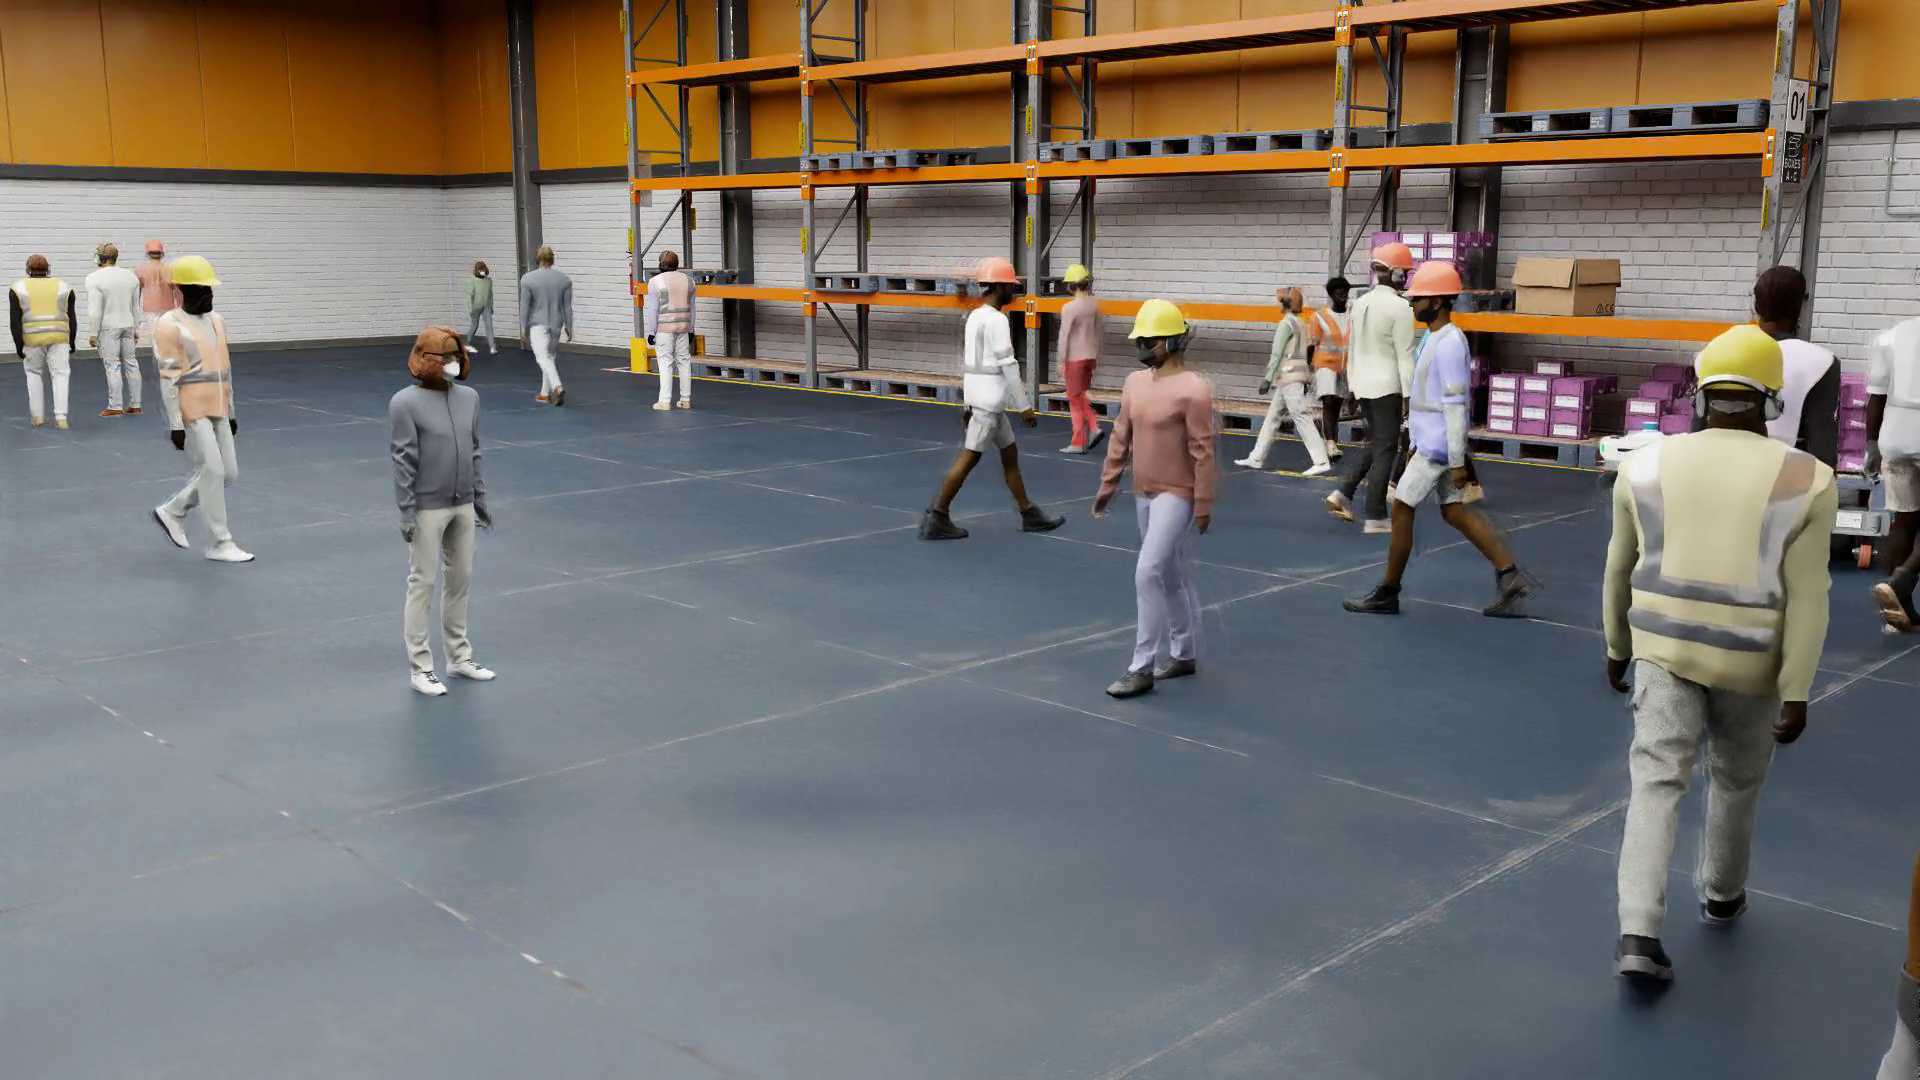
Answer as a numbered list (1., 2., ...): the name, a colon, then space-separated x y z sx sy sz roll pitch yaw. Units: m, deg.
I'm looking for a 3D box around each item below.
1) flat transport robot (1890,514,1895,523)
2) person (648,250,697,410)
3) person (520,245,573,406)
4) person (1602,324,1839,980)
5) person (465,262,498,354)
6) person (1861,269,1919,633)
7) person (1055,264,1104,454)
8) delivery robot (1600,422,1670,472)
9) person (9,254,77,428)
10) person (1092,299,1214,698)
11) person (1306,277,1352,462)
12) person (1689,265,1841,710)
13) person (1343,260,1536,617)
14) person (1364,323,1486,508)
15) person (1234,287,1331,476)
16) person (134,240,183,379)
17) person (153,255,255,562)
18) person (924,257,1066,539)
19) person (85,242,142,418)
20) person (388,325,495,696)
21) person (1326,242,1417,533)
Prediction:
1. flat transport robot: 6.711 -0.212 11.527 0.652 0.197 1.431 -10 14 -44
2. person: -3.369 -2.437 19.367 0.633 1.846 0.429 -9 14 -41
3. person: -4.911 -2.554 19.851 0.637 1.909 0.916 -8 13 -37
4. person: 2.055 0.303 4.587 0.596 1.788 0.944 7 13 34
5. person: -8.240 -3.985 28.536 0.848 1.577 0.555 10 14 43
6. person: 4.784 -0.464 8.297 0.562 1.953 0.612 -6 12 -30
7. person: 1.076 -1.658 15.345 0.372 1.751 0.546 8 13 37
8. delivery robot: 5.419 -0.686 13.084 0.707 0.478 0.477 6 12 28
9. person: -9.686 -2.096 17.603 0.633 1.817 0.779 -7 12 -33
10. person: 0.829 -0.182 7.368 0.747 1.742 0.540 -6 12 -29
11. person: 3.396 -1.528 14.942 0.549 1.644 0.859 -3 11 -14
12. person: 3.280 -0.178 6.907 0.543 1.904 0.604 -7 13 -35
13. person: 2.587 -0.516 8.768 0.949 1.903 0.543 3 11 17
14. person: 3.535 -1.057 12.382 0.866 1.656 0.538 2 11 9
15. person: 2.784 -1.343 14.099 0.877 1.594 0.517 4 11 22
16. person: -11.361 -3.254 23.551 0.642 1.937 1.008 -7 12 -33
17. person: -4.743 -0.805 10.302 0.642 1.905 0.597 2 11 10
18. person: 0.208 -0.936 11.111 1.017 1.886 0.556 -2 11 -12
19. person: -9.403 -2.325 18.500 0.371 1.940 0.630 5 11 24
20. person: -2.303 -0.138 7.411 0.268 1.630 0.507 6 12 29
21. person: 2.864 -1.020 11.294 0.460 1.976 0.624 -3 11 -17
